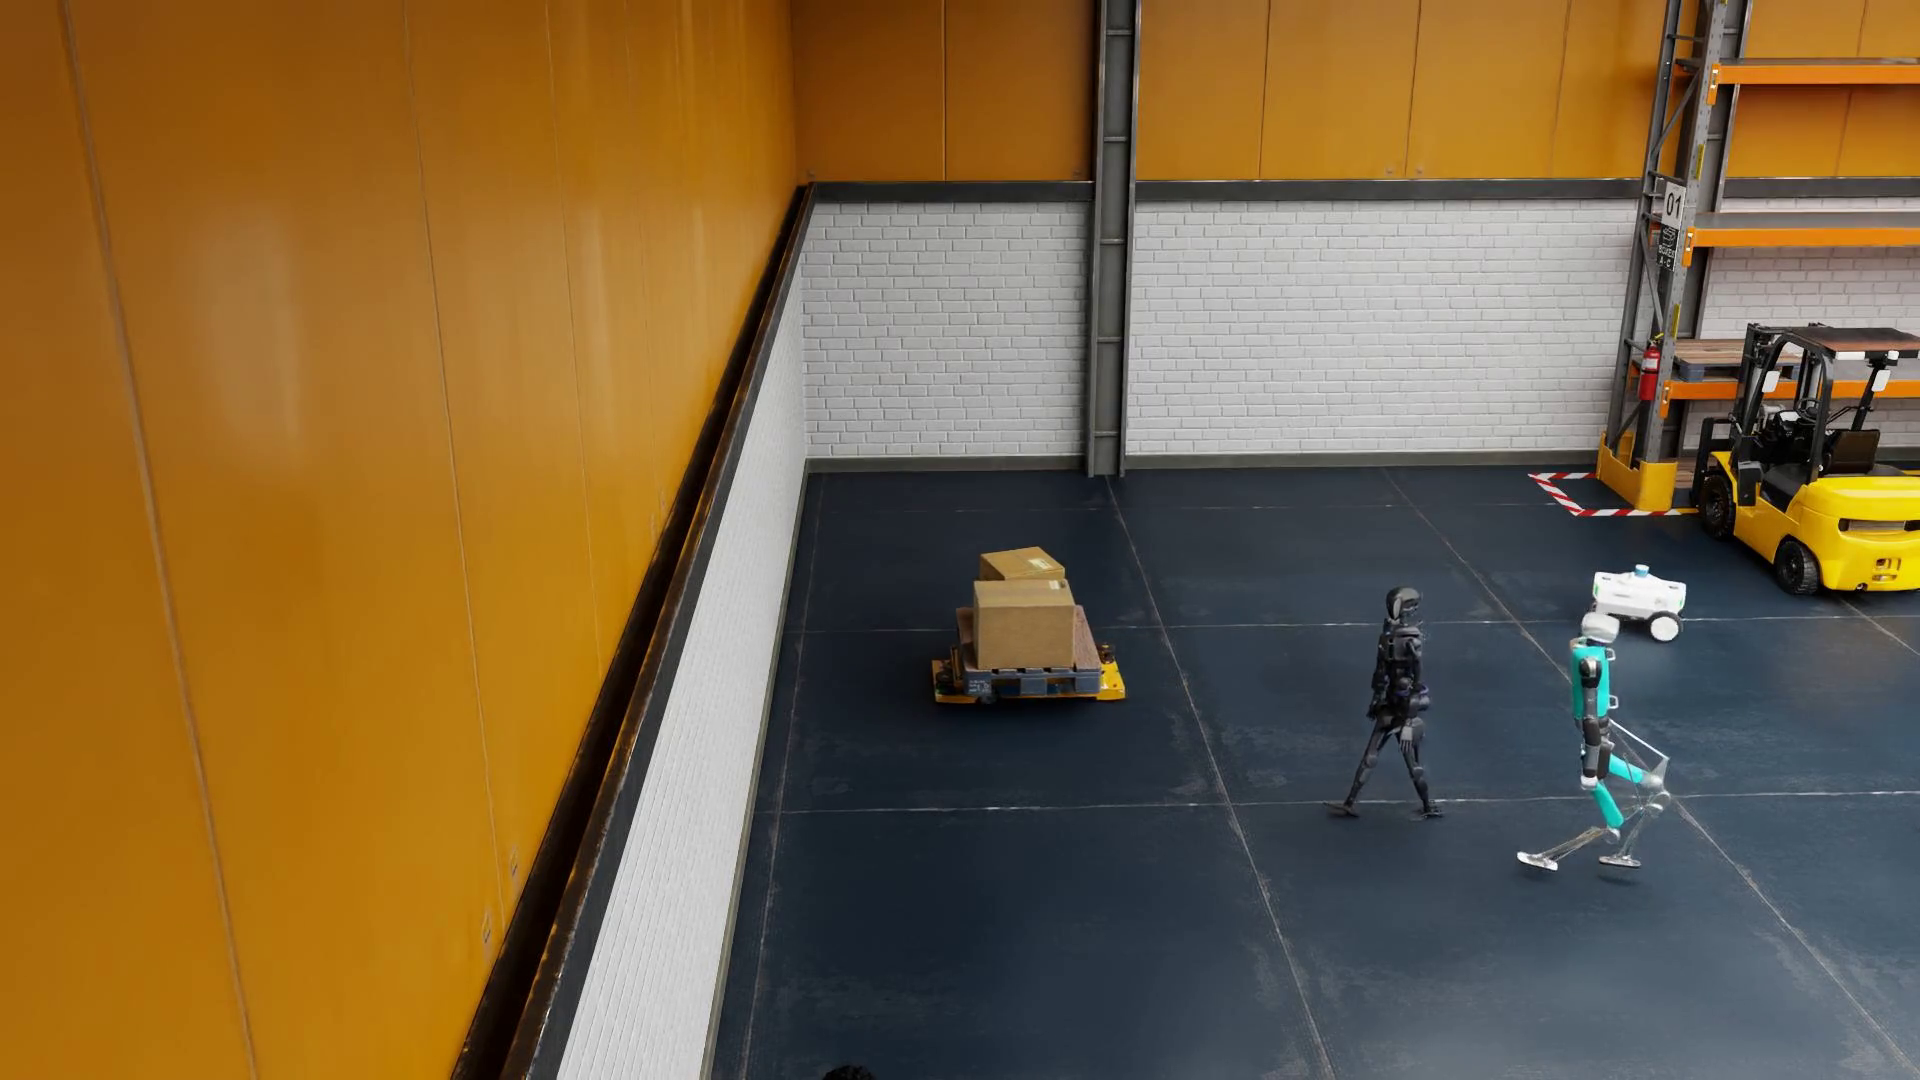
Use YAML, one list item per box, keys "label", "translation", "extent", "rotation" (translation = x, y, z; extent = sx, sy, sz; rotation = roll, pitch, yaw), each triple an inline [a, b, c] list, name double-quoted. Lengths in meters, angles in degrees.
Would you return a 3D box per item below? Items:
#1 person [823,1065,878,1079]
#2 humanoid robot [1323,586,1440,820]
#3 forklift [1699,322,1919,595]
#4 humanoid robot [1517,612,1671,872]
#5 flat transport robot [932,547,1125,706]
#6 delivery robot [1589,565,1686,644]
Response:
- label: "person"
  translation: [-0.371, 2.686, 6.208]
  extent: [0.321, 1.695, 0.536]
  rotation: [-5, 21, -14]
- label: "humanoid robot"
  translation: [2.796, 1.081, 10.662]
  extent: [0.789, 1.626, 0.594]
  rotation: [-4, 21, -11]
- label: "forklift"
  translation: [7.809, -0.792, 14.926]
  extent: [1.214, 2.155, 2.313]
  rotation: [-1, 20, -2]
- label: "humanoid robot"
  translation: [3.937, 1.289, 9.950]
  extent: [0.943, 1.761, 0.549]
  rotation: [7, 21, 17]
- label: "flat transport robot"
  translation: [0.512, 1.027, 12.767]
  extent: [1.431, 0.231, 0.659]
  rotation: [-1, 20, -3]
- label: "delivery robot"
  translation: [5.632, 0.507, 13.768]
  extent: [0.779, 0.597, 0.499]
  rotation: [8, 22, 21]
